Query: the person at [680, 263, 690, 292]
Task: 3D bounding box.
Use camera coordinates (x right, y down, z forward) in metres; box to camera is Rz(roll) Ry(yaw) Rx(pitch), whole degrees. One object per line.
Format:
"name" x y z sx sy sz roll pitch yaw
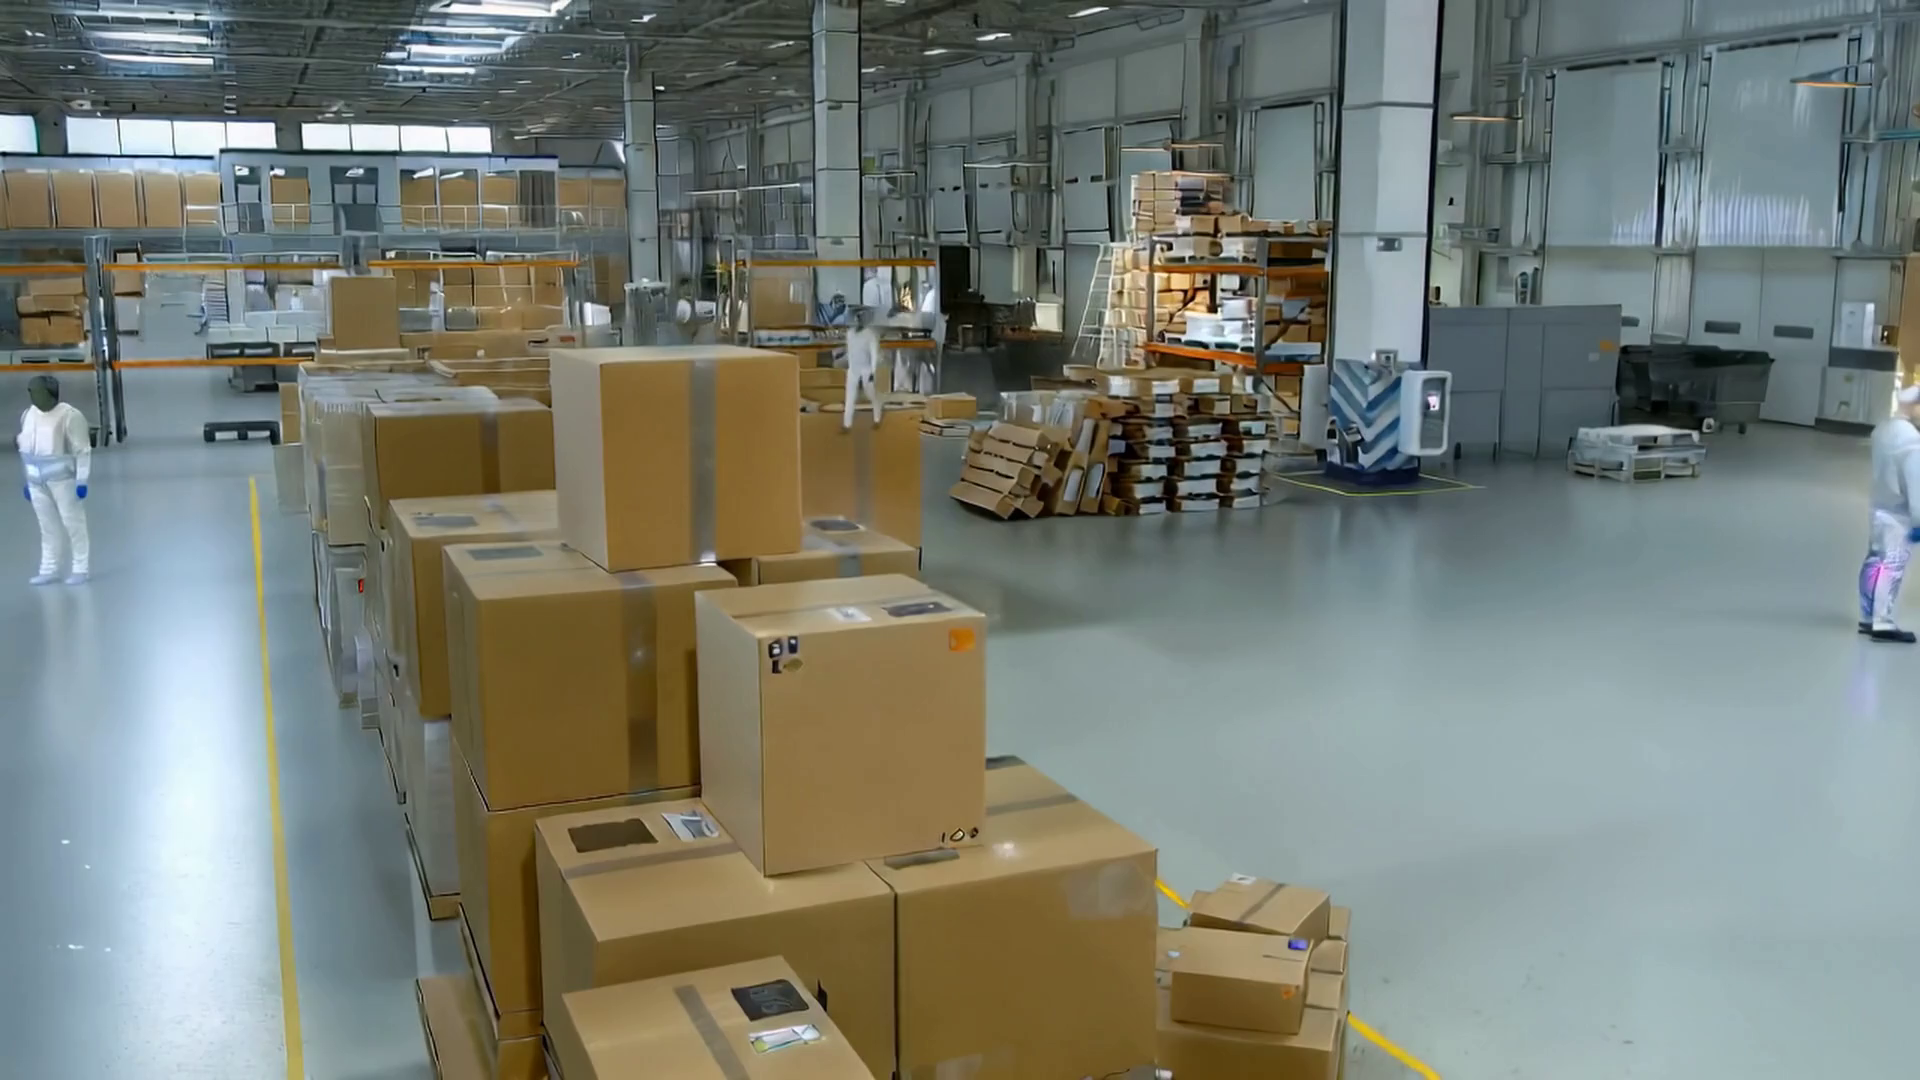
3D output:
"person" -12.915 -12.073 78.089 0.430 1.845 0.624 4 11 20

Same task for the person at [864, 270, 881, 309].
"person" -2.876 -7.838 54.389 0.617 1.979 0.475 0 10 -2

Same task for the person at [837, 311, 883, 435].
"person" -1.522 -2.584 25.681 0.641 1.899 1.009 6 12 29

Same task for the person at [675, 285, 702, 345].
"person" -6.056 -4.671 36.746 1.034 2.000 0.686 7 12 34

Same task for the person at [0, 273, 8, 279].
"person" -30.594 -7.567 53.152 0.557 1.899 0.582 -1 10 -7

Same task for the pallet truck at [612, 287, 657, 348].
"pallet truck" -6.464 -4.406 35.401 0.823 1.965 1.885 6 12 32

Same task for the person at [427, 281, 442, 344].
"person" -14.052 -5.999 44.534 0.353 1.877 0.573 -9 14 -40

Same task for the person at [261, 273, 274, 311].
"person" -22.643 -7.811 54.512 0.909 1.881 0.593 3 11 16

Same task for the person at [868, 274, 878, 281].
"person" -3.181 -8.831 60.285 0.520 1.817 0.963 -6 12 -28

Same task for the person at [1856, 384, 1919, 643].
"person" 6.965 -0.194 12.386 0.377 1.931 0.636 0 10 0

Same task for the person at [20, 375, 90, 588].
"person" -7.801 -0.502 14.330 0.621 1.840 0.430 2 11 12

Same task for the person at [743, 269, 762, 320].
"person" -7.590 -8.816 59.995 1.017 1.881 0.640 -9 13 -39

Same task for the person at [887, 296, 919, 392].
"person" -1.160 -3.860 32.738 0.586 1.882 1.005 -8 13 -37

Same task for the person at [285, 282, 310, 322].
"person" -16.065 -5.274 40.360 0.550 1.933 0.373 -6 12 -28
